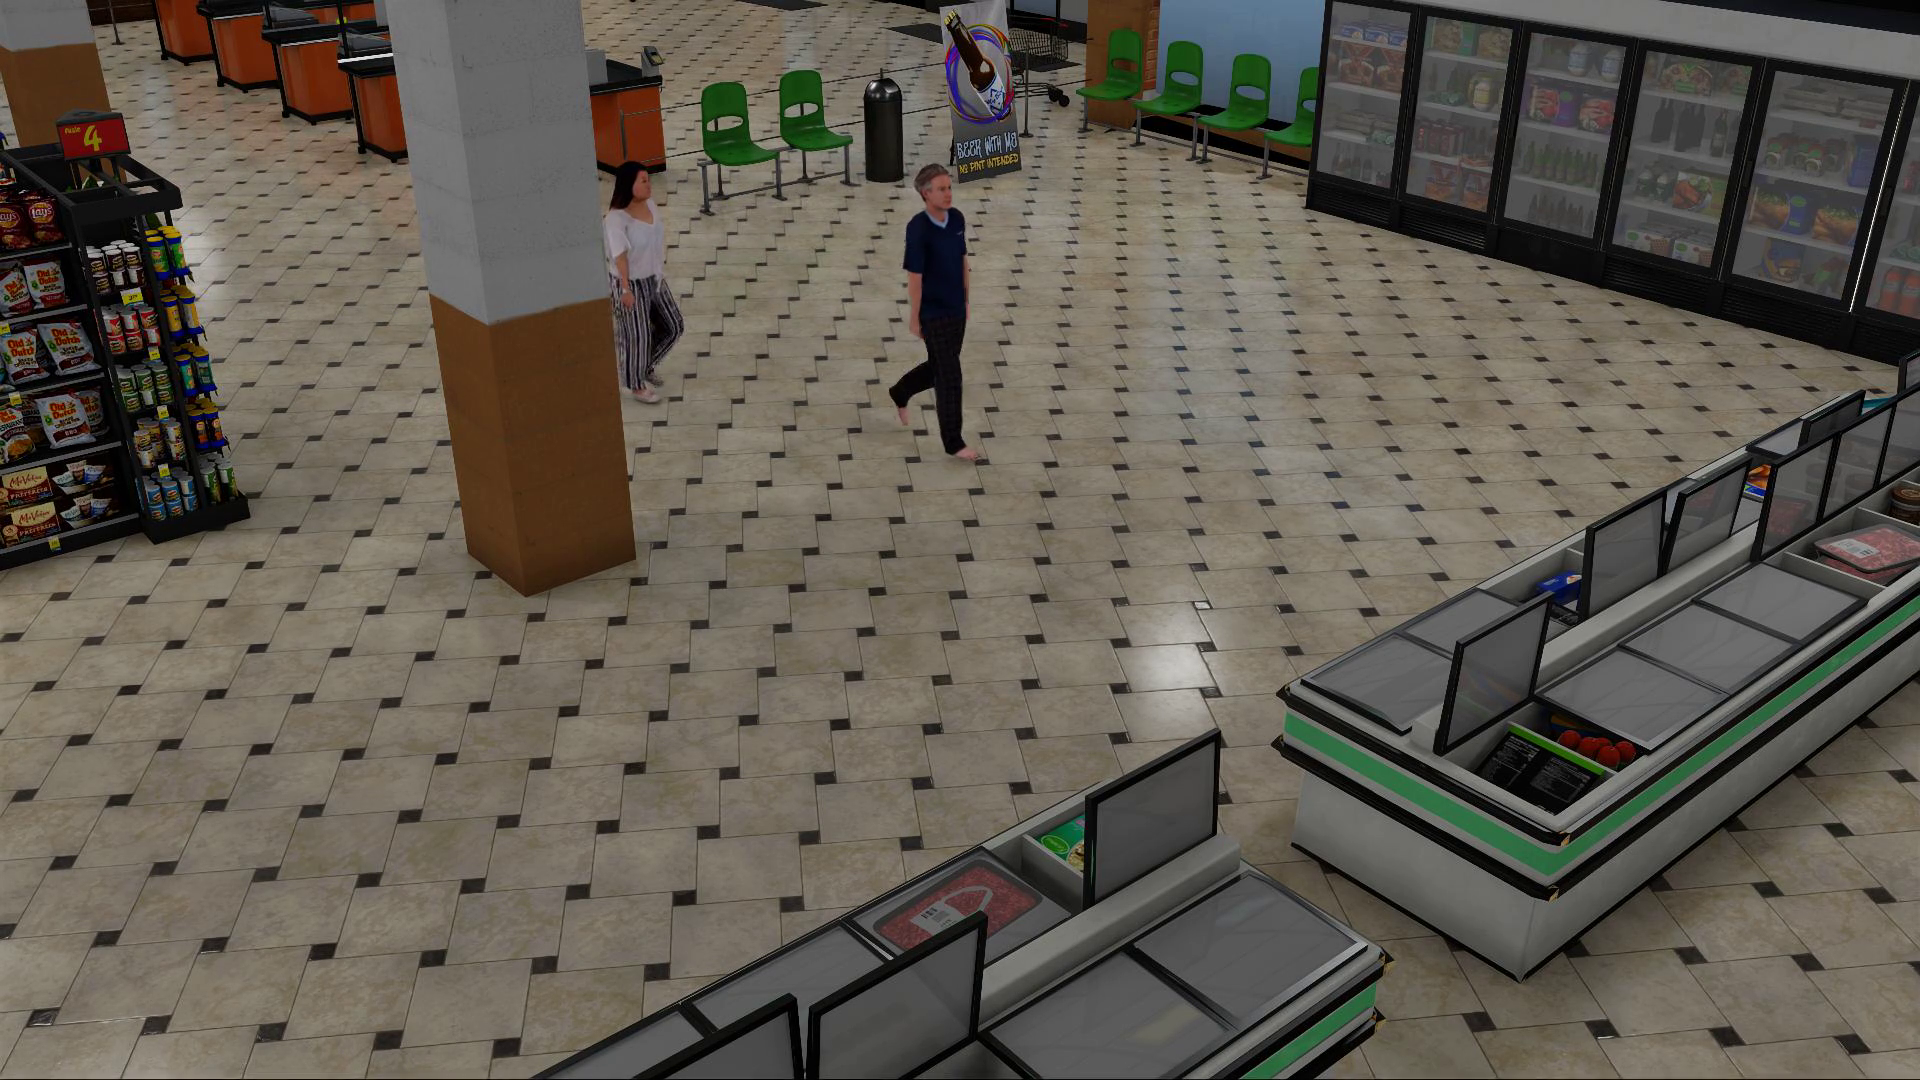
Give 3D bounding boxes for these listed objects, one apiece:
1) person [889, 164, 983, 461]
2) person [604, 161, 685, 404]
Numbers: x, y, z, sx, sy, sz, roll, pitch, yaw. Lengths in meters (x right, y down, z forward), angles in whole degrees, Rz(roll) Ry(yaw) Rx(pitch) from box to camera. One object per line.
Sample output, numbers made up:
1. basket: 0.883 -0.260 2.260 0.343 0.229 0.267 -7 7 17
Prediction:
1. person: -0.192 -1.435 10.448 0.850 1.841 1.078 21 34 35
2. person: -2.244 -1.746 11.250 0.850 1.670 0.749 13 30 24
